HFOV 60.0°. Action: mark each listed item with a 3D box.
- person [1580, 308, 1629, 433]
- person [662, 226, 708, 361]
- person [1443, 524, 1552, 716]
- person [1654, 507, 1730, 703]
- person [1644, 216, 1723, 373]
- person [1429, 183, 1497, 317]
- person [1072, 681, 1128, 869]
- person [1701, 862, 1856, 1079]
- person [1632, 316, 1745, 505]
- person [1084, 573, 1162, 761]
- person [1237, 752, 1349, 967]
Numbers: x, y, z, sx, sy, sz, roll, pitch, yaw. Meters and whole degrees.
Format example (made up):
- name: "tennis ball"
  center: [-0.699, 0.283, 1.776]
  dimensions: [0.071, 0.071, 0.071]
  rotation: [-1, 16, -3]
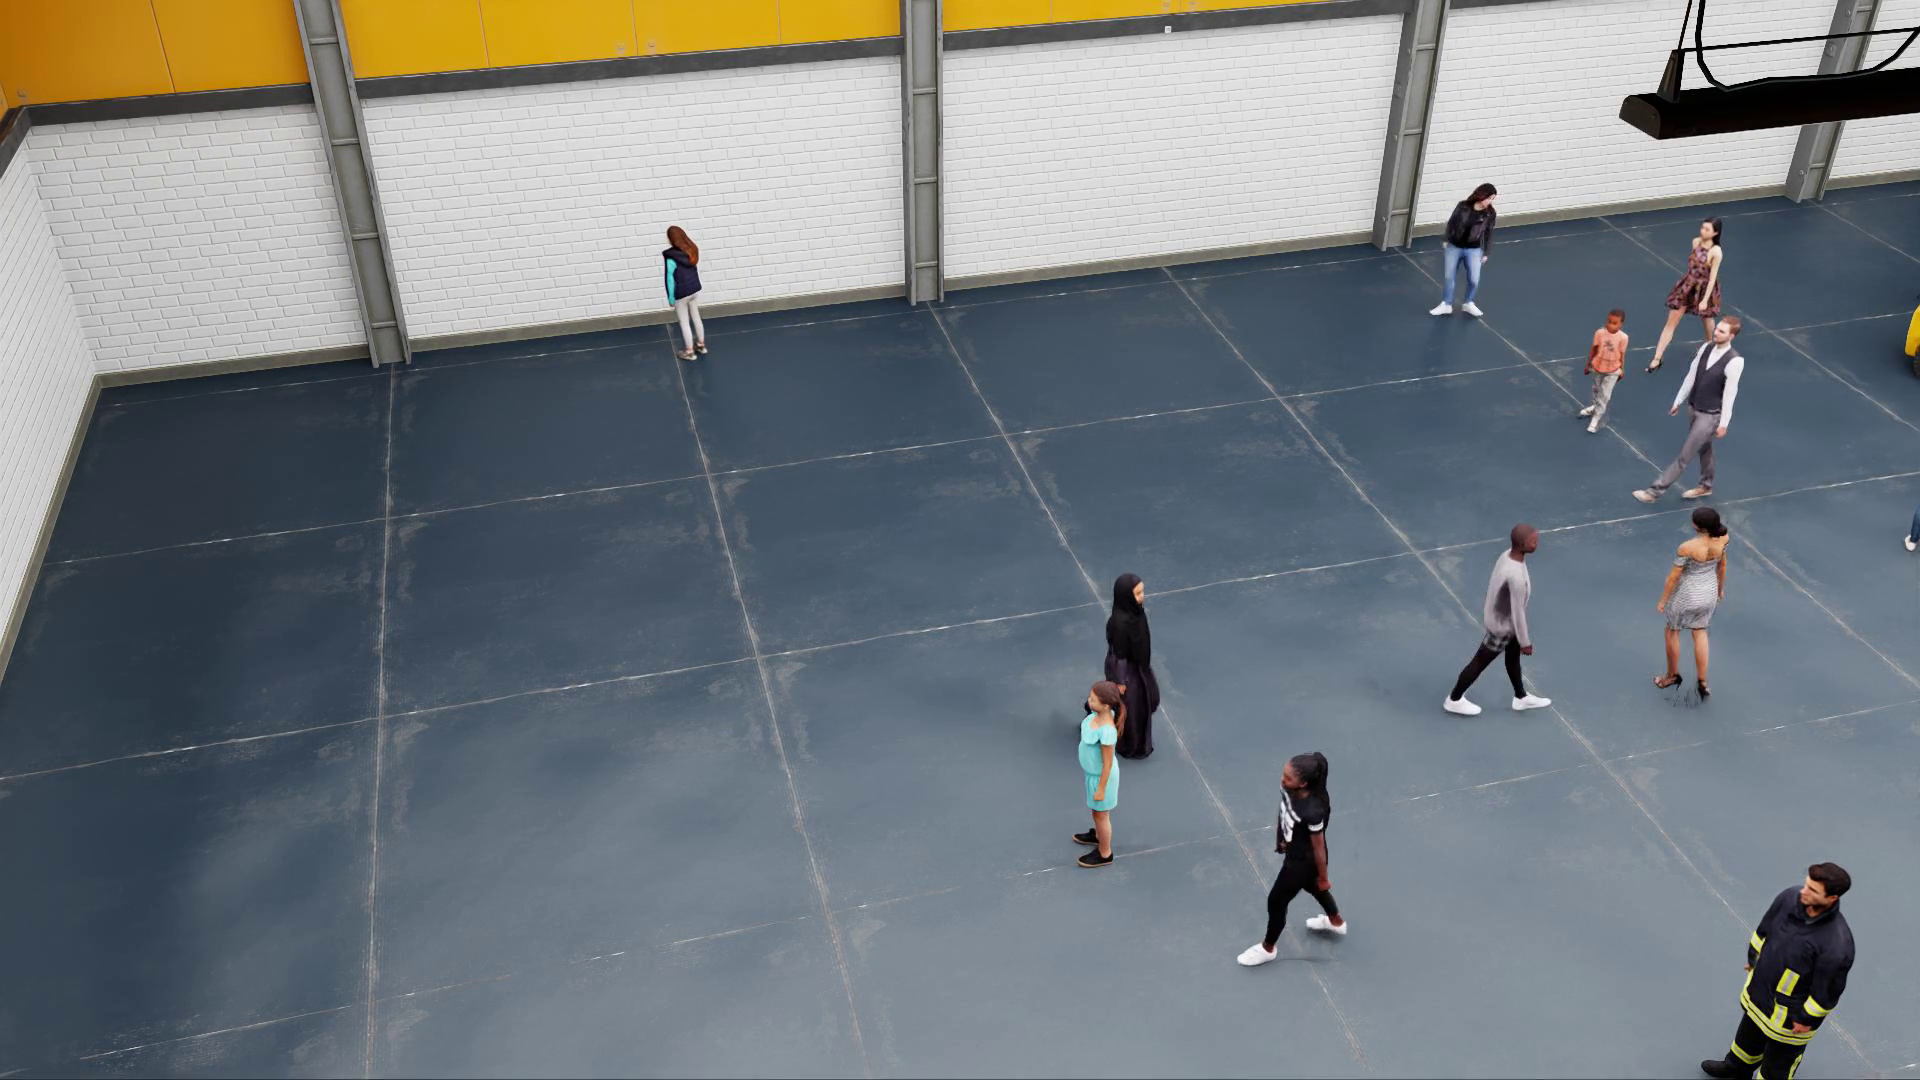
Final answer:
- name: "person"
  center: [6.504, -1.759, 16.702]
  dimensions: [0.761, 1.281, 0.868]
  rotation: [26, 41, 33]
- name: "person"
  center: [-2.950, -2.669, 17.878]
  dimensions: [0.747, 1.495, 0.684]
  rotation: [19, 38, 26]
- name: "person"
  center: [4.024, 0.635, 12.685]
  dimensions: [1.140, 1.741, 0.953]
  rotation: [8, 34, 12]
- name: "person"
  center: [5.698, 0.500, 12.845]
  dimensions: [0.552, 1.788, 0.789]
  rotation: [0, 34, 0]
- name: "person"
  center: [7.834, -2.577, 17.543]
  dimensions: [1.257, 1.712, 0.768]
  rotation: [-15, 36, -21]
- name: "person"
  center: [5.616, -3.266, 18.671]
  dimensions: [0.782, 1.611, 0.873]
  rotation: [23, 40, 31]
- name: "person"
  center: [0.965, 1.590, 11.414]
  dimensions: [0.598, 1.558, 0.600]
  rotation: [0, 34, -1]
- name: "person"
  center: [4.794, 2.571, 9.604]
  dimensions: [0.679, 1.927, 0.797]
  rotation: [-6, 34, -8]
- name: "person"
  center: [6.927, -1.180, 15.271]
  dimensions: [1.148, 1.900, 0.699]
  rotation: [-7, 34, -10]
- name: "person"
  center: [1.187, 0.916, 12.385]
  dimensions: [0.928, 1.605, 0.867]
  rotation: [17, 37, 24]
- name: "person"
  center: [2.248, 2.032, 10.635]
  dimensions: [1.037, 1.684, 0.672]
  rotation: [-5, 34, -8]
